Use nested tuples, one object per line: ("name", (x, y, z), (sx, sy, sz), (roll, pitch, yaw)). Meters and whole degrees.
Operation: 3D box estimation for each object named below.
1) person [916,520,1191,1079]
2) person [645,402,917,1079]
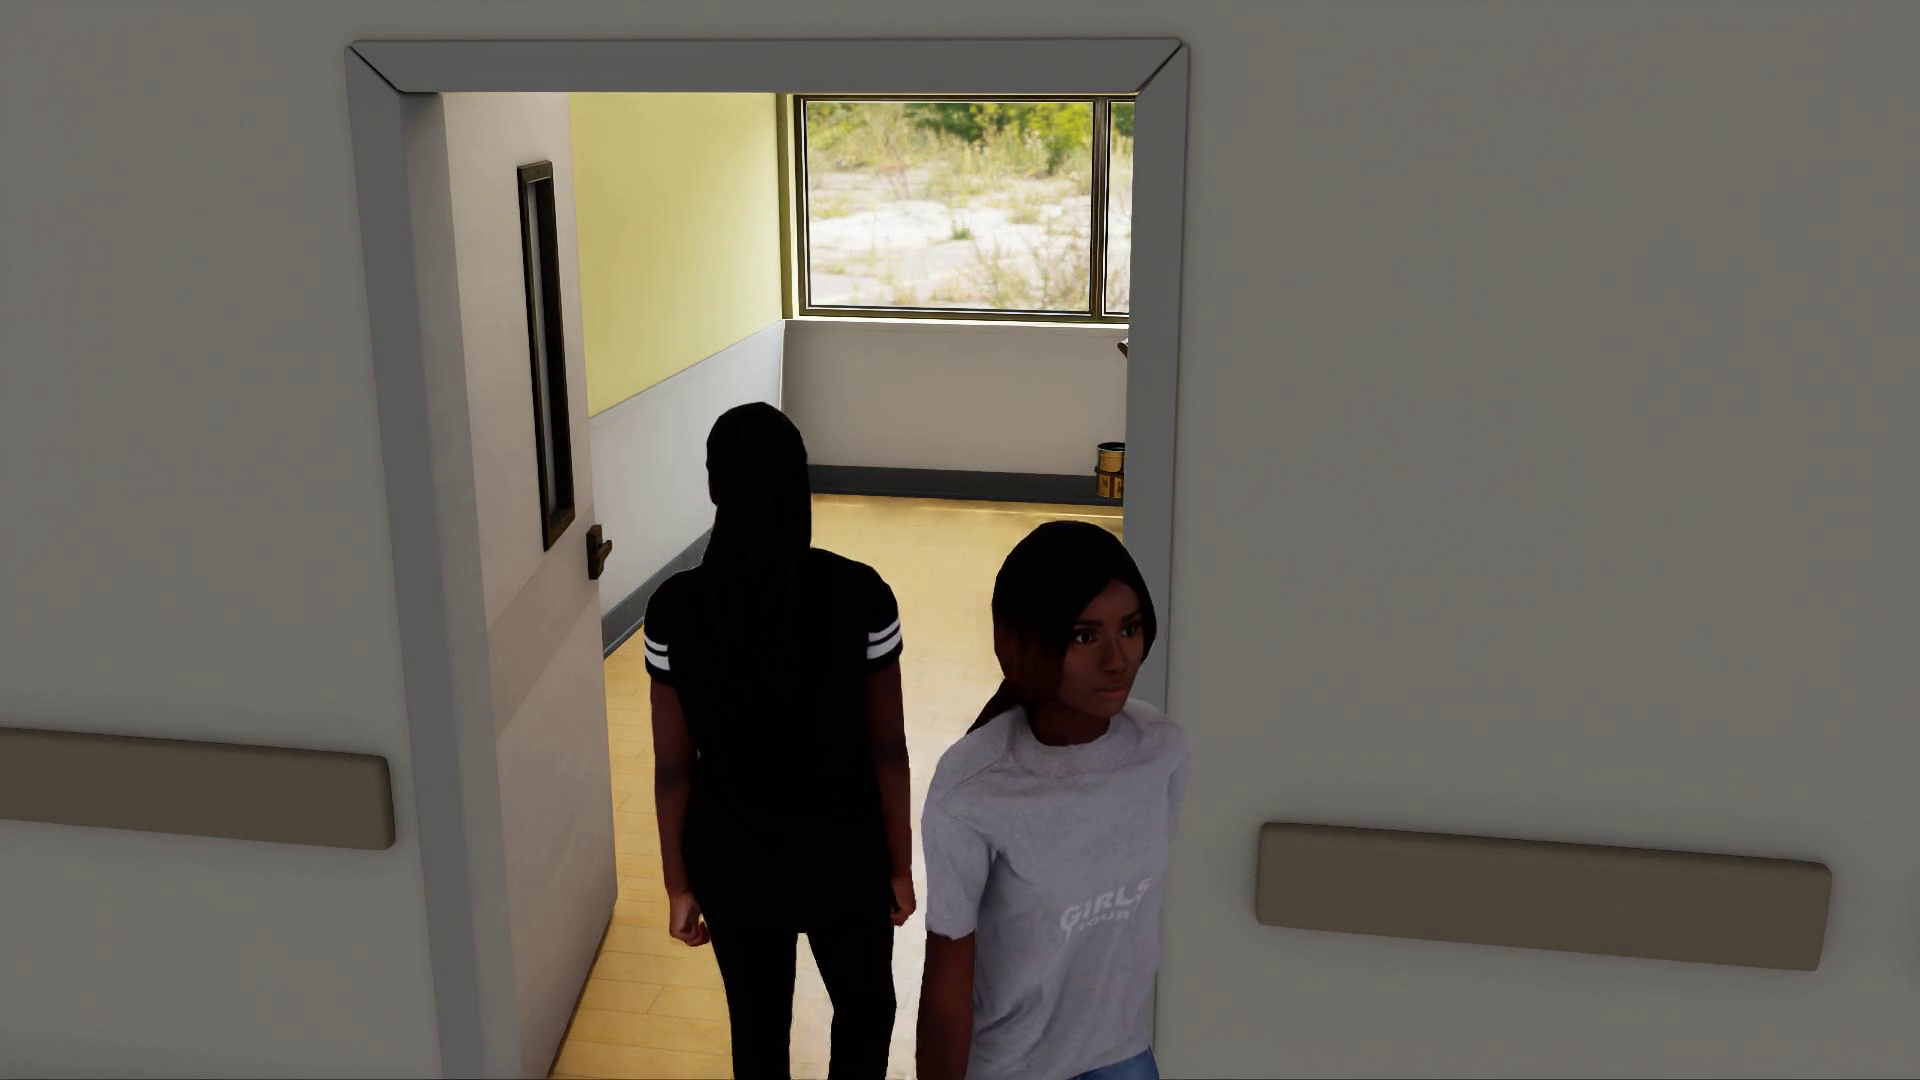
("person", (0.070, 0.782, 2.447), (1.093, 1.675, 1.116), (-9, 18, -30))
("person", (-0.297, 0.621, 2.936), (0.918, 1.719, 0.773), (0, 16, 0))
